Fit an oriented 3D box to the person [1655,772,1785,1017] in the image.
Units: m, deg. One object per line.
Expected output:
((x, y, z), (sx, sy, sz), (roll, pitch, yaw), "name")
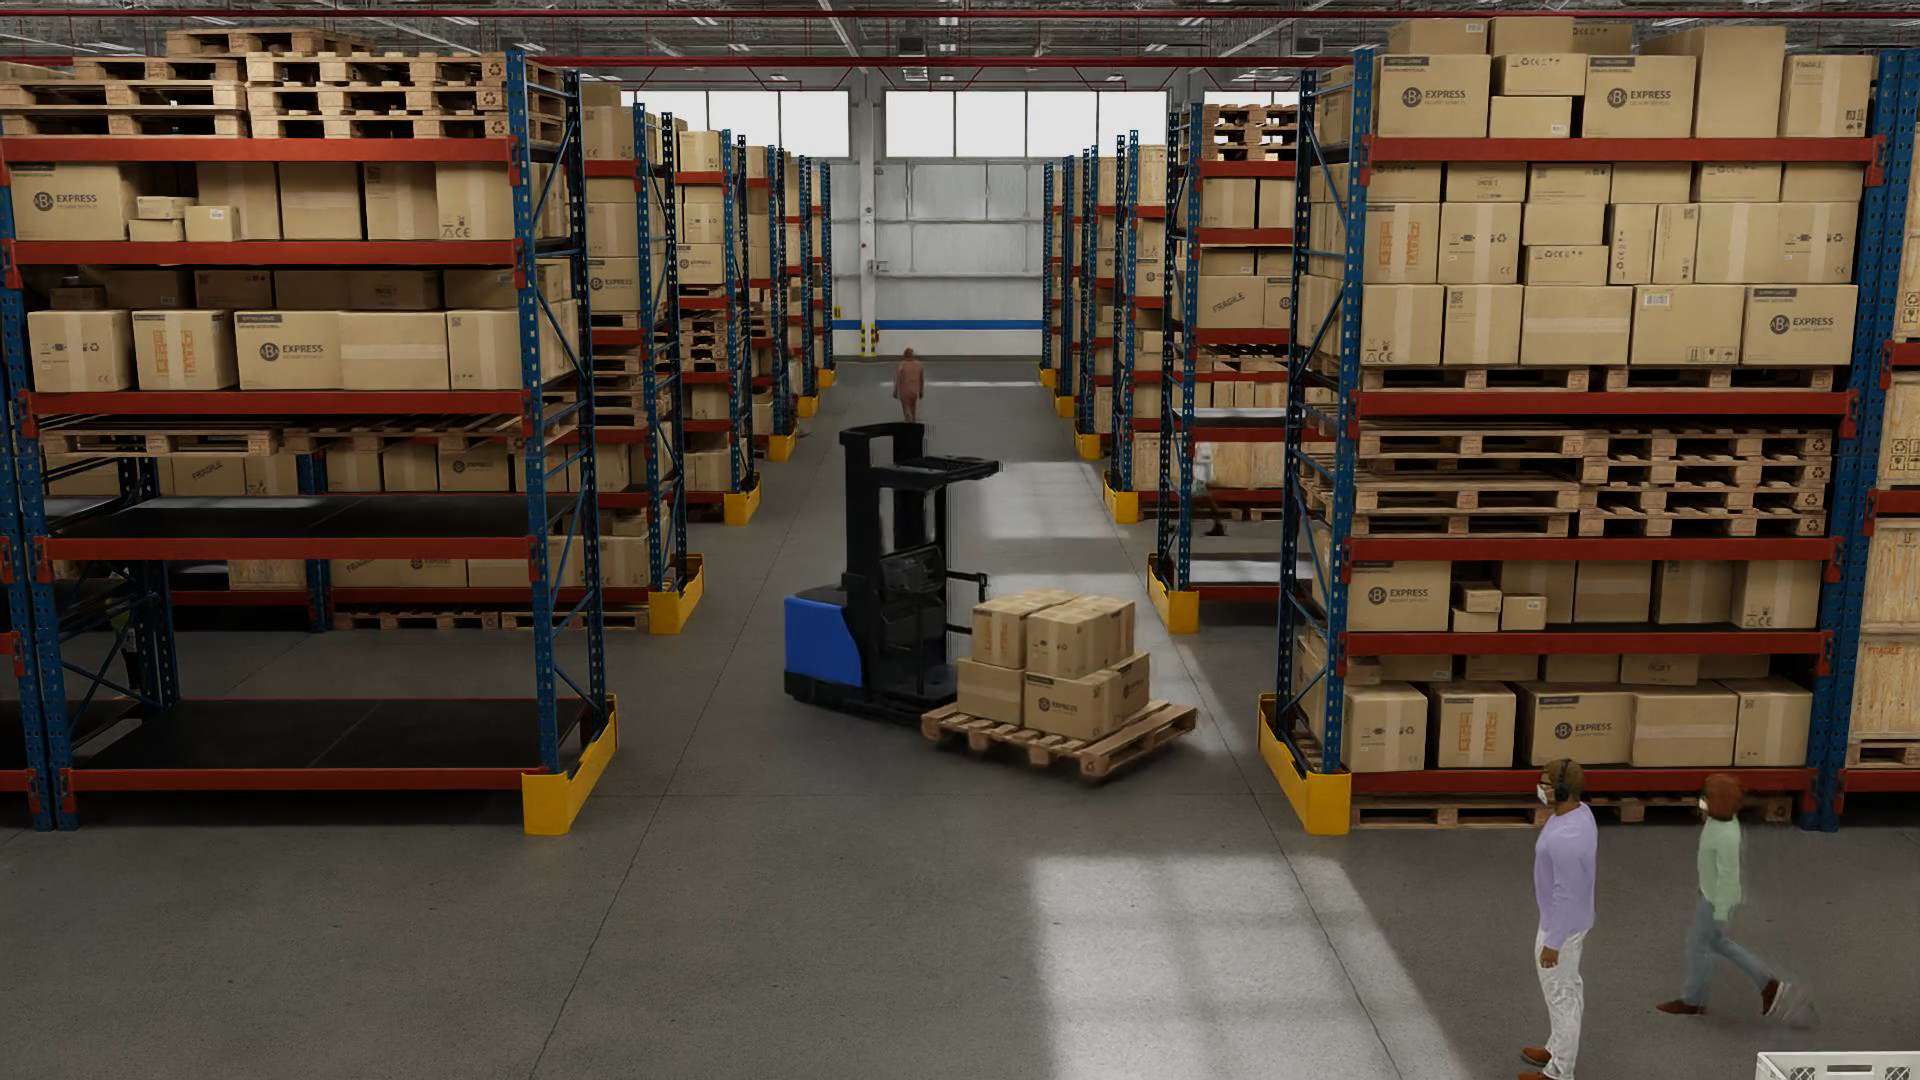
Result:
((4.664, 2.170, 10.085), (0.645, 1.609, 0.522), (4, 12, 20), "person")

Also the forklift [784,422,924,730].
((-0.760, 0.257, 16.428), (1.873, 2.768, 1.129), (8, 14, 36), "forklift")

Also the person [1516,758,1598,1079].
((3.370, 2.159, 9.344), (0.366, 1.938, 0.630), (6, 13, 26), "person")

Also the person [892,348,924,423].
((-1.163, -3.249, 36.290), (0.649, 1.885, 0.679), (-6, 13, -28), "person")

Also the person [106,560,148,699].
((-8.287, 0.832, 16.521), (0.318, 1.697, 0.535), (-11, 16, -43), "person")

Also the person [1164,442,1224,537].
((3.544, -0.974, 24.996), (0.994, 1.881, 0.554), (2, 12, 9), "person")

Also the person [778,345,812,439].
((-3.565, -3.164, 35.555), (0.898, 2.004, 0.622), (2, 12, 8), "person")
